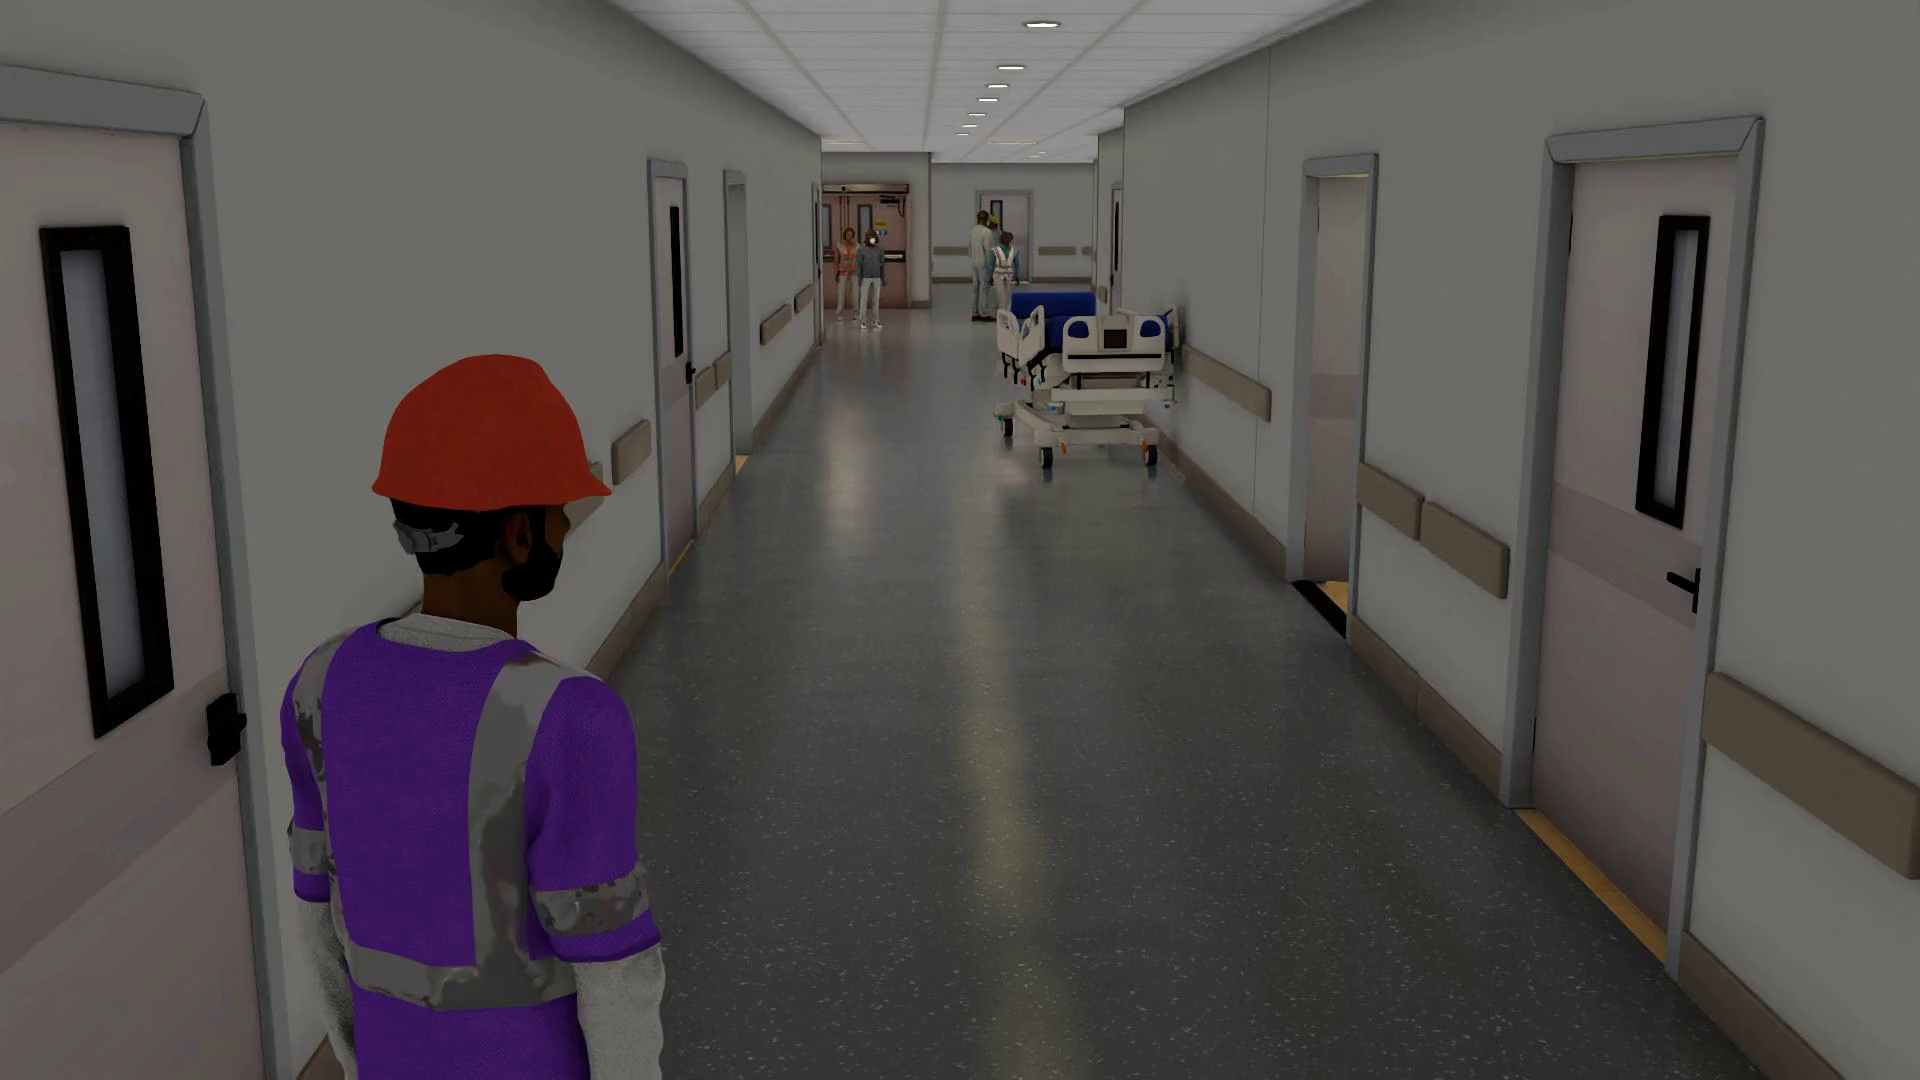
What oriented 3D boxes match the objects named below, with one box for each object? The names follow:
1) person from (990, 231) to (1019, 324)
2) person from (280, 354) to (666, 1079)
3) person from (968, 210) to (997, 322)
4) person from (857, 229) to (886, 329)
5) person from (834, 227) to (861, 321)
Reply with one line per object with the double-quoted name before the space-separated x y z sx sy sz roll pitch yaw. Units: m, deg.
"person" 0.731 -4.546 28.764 0.523 1.597 0.774 -5 12 -21
"person" -0.601 0.724 2.222 0.551 1.935 0.375 6 13 27
"person" 0.387 -4.780 29.042 0.372 1.938 0.630 -8 14 -34
"person" -1.467 -4.316 27.523 0.498 1.634 0.280 -5 13 -24
"person" -1.961 -4.682 29.310 0.529 1.633 0.313 -3 12 -12
